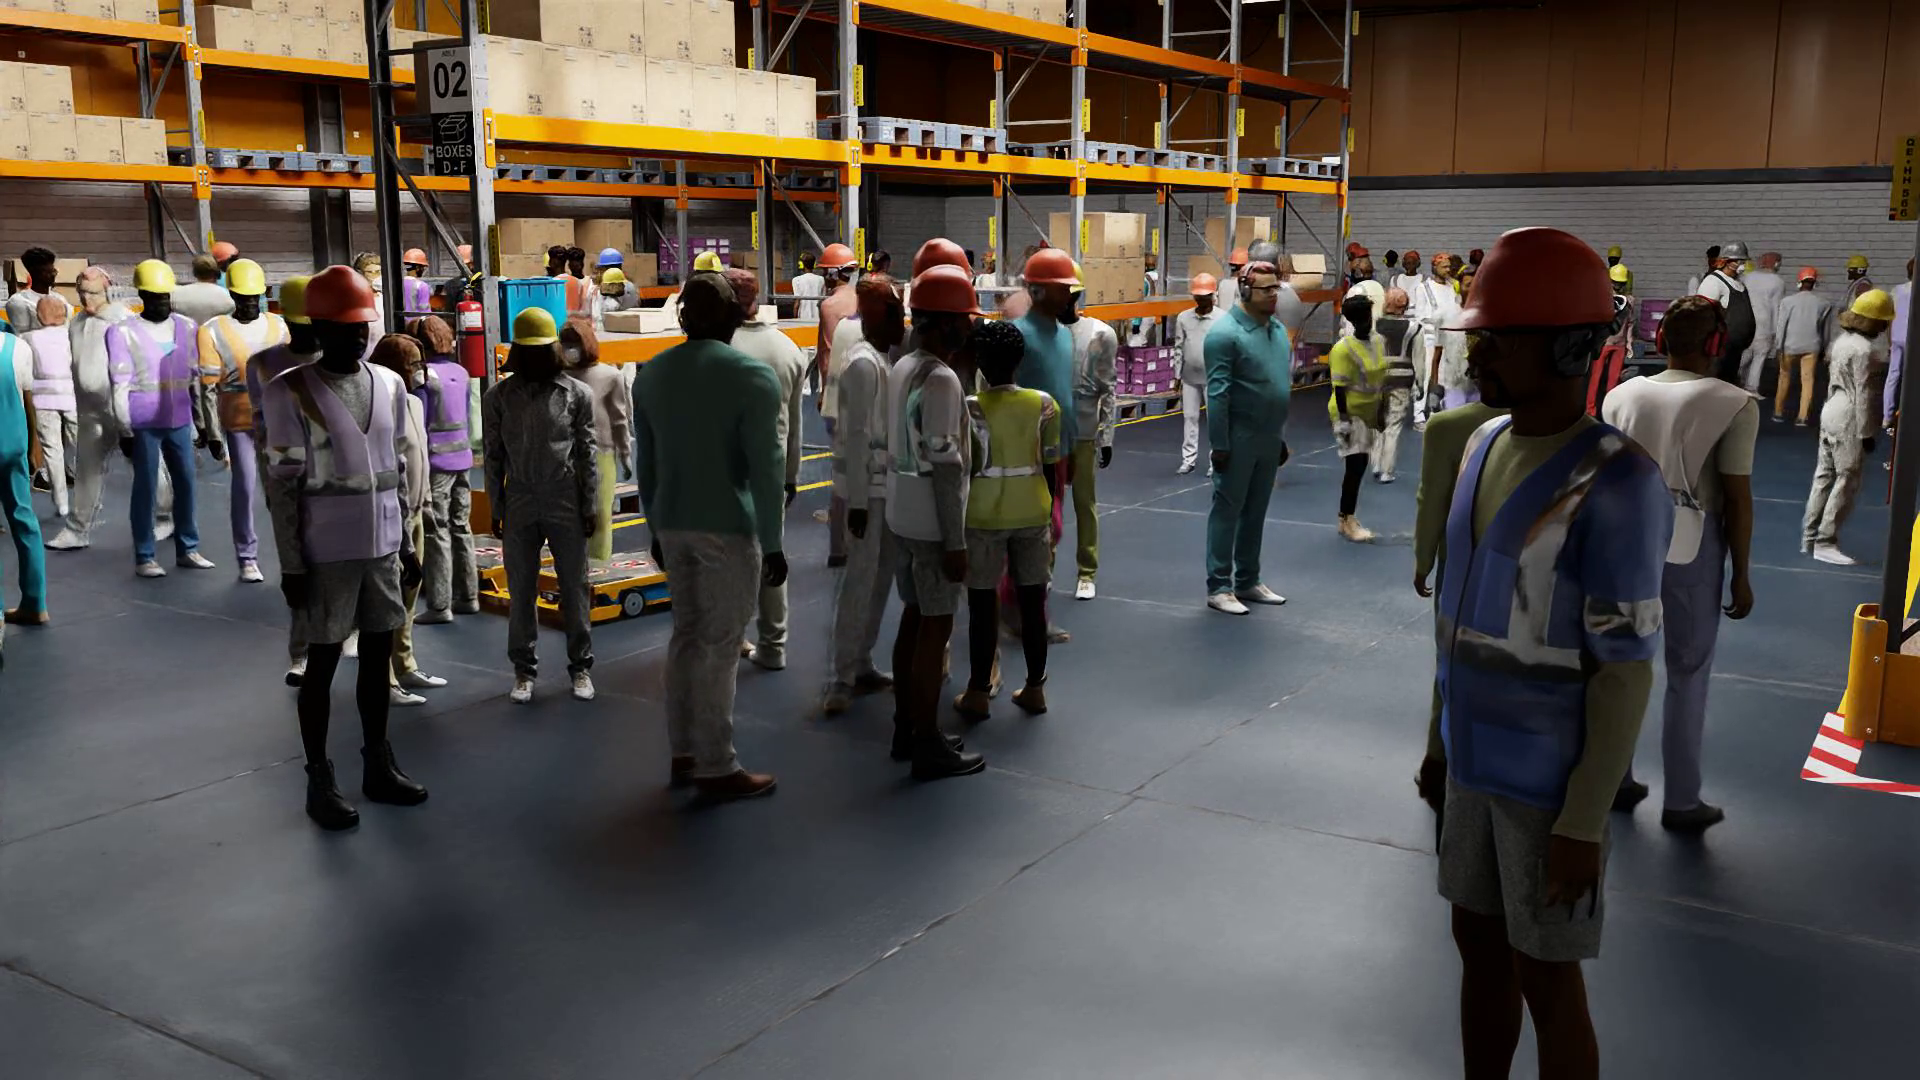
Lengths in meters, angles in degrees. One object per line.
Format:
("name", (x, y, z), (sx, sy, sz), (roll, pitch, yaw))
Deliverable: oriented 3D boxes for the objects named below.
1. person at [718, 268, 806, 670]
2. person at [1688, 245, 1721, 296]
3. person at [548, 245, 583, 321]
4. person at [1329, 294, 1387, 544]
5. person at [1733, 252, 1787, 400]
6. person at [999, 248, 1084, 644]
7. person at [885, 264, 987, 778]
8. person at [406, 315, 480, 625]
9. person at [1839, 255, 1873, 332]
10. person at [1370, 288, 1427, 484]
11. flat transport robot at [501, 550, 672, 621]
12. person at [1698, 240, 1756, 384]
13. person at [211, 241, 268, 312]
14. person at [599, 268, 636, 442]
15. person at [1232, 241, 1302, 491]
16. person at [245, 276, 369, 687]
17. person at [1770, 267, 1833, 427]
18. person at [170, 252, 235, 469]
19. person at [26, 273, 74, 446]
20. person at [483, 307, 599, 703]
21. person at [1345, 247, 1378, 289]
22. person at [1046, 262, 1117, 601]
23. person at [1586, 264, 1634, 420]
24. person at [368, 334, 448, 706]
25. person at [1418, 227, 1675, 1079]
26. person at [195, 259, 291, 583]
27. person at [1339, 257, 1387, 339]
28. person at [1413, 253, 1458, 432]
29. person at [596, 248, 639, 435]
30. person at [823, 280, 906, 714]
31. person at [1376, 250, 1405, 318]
("person", (-1.021, -0.304, 7.728), (0.652, 1.897, 0.403), (-10, 14, -43))
("person", (9.459, -2.726, 20.985), (0.598, 1.958, 0.376), (-1, 10, -8))
("person", (-4.498, -2.340, 18.812), (0.367, 1.963, 0.605), (3, 11, 18))
("person", (2.696, -0.822, 11.229), (0.383, 1.669, 0.555), (10, 14, 43))
("person", (10.029, -2.678, 20.924), (0.534, 1.875, 0.690), (-5, 11, -24))
("person", (0.414, -0.446, 8.261), (0.431, 1.978, 0.630), (7, 12, 34))
("person", (-0.086, -0.068, 6.313), (0.385, 1.930, 0.545), (-3, 11, -18))
("person", (-2.755, -0.373, 8.845), (0.313, 1.629, 0.526), (3, 11, 15))
("person", (12.202, -2.967, 22.683), (0.403, 1.825, 0.596), (4, 11, 21))
("person", (3.638, -1.291, 13.935), (0.534, 1.616, 0.552), (5, 12, 27))
("flat transport robot", (-1.777, 0.217, 9.335), (0.652, 0.197, 1.431), (9, 13, 40))
("person", (7.724, -2.009, 16.764), (0.682, 2.000, 0.535), (-8, 13, -39))
("person", (-7.694, -2.169, 17.747), (0.699, 2.011, 0.488), (-5, 11, -25))
("person", (-3.466, -1.862, 16.772), (0.298, 1.745, 0.484), (-4, 11, -22))
("person", (2.368, -1.372, 13.232), (0.535, 2.000, 0.707), (-7, 13, -35))
("person", (-2.968, -0.282, 7.720), (0.606, 1.861, 1.010), (-2, 10, -11))
("person", (9.239, -2.129, 18.302), (0.589, 1.713, 0.823), (2, 10, 12))
("person", (-6.549, -1.535, 14.483), (0.638, 1.923, 0.696), (-1, 10, -7))
("person", (-8.944, -1.774, 16.298), (0.574, 1.740, 0.355), (-4, 11, -22))
("person", (-1.823, -0.145, 7.276), (0.483, 1.737, 0.321), (-1, 10, -8))
("person", (6.493, -3.780, 26.943), (0.633, 1.915, 0.455), (2, 10, 8))
("person", (0.585, -0.615, 9.380), (0.586, 1.920, 0.397), (3, 11, 17))
("person", (7.127, -2.126, 18.195), (0.522, 1.761, 0.327), (-2, 10, -12))
("person", (-2.449, -0.088, 7.287), (0.288, 1.625, 0.493), (0, 10, 1))
("person", (1.077, 0.430, 3.242), (0.371, 2.044, 0.608), (-2, 11, -13))
("person", (-4.179, -0.699, 9.871), (0.398, 1.912, 0.592), (10, 14, 44))
("person", (4.195, -2.038, 17.475), (0.429, 1.844, 0.621), (10, 14, 43))
("person", (5.040, -2.078, 17.590), (0.573, 1.880, 0.355), (-6, 12, -28))
("person", (-3.523, -2.012, 17.072), (0.414, 1.939, 0.604), (4, 11, 23))
("person", (-0.408, -0.189, 7.247), (0.339, 1.849, 0.795), (2, 10, 10))
("person", (6.837, -3.680, 26.500), (0.535, 1.868, 0.309), (-2, 10, -9))
